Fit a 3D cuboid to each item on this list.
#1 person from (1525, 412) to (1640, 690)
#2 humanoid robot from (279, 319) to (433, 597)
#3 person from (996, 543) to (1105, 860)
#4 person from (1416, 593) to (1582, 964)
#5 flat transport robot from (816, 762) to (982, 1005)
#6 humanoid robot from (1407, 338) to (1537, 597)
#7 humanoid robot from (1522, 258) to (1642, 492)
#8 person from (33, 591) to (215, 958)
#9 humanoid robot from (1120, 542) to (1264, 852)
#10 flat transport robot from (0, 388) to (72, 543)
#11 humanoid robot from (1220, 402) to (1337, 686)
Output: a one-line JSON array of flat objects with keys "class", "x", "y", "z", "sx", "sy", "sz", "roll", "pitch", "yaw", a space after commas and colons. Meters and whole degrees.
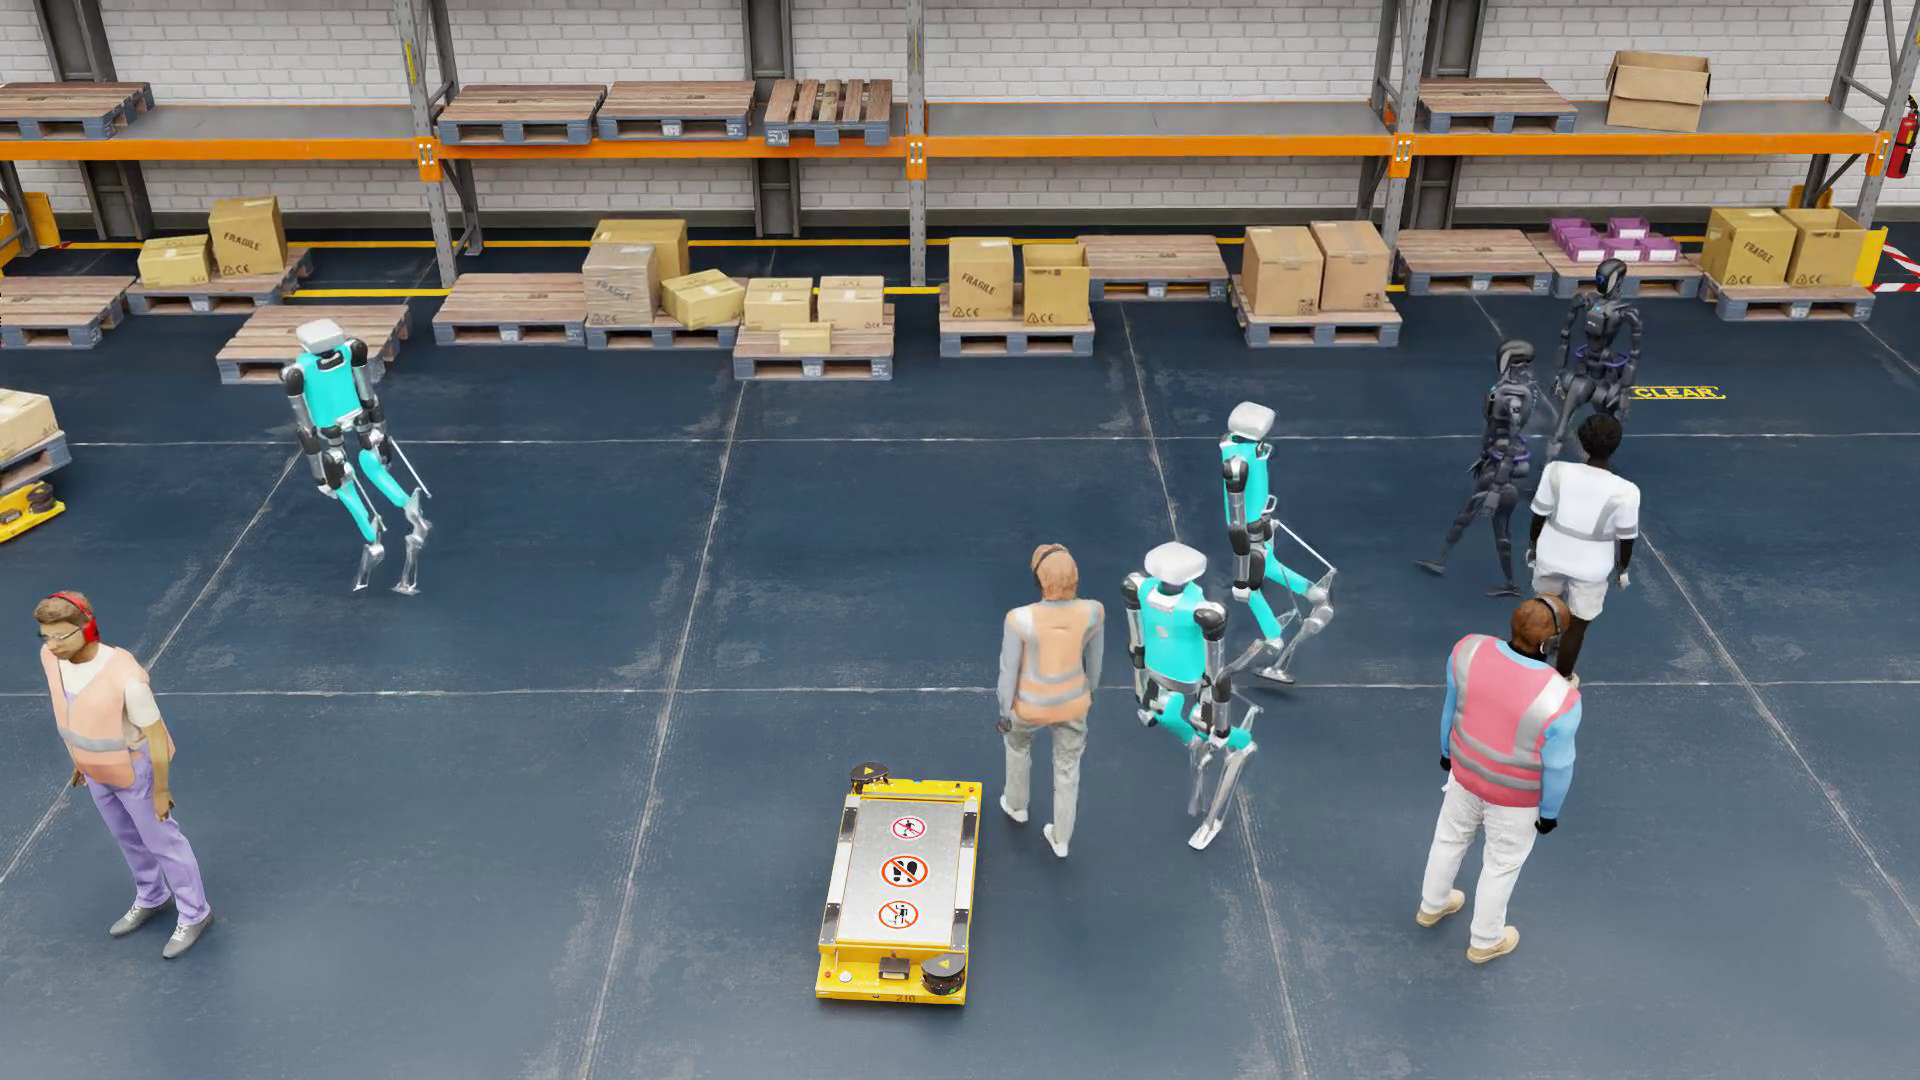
[{"class": "person", "x": 3.269, "y": 0.116, "z": 8.832, "sx": 0.380, "sy": 1.685, "sz": 0.545, "roll": -27, "pitch": 40, "yaw": -37}, {"class": "humanoid robot", "x": -3.442, "y": -0.392, "z": 9.662, "sx": 0.758, "sy": 1.809, "sz": 0.559, "roll": 22, "pitch": 37, "yaw": 32}, {"class": "person", "x": 0.401, "y": 0.736, "z": 7.869, "sx": 0.543, "sy": 1.612, "sz": 0.628, "roll": -7, "pitch": 32, "yaw": -12}, {"class": "person", "x": 2.344, "y": 1.022, "z": 7.199, "sx": 0.431, "sy": 1.835, "sz": 0.628, "roll": -22, "pitch": 38, "yaw": -32}, {"class": "flat transport robot", "x": -0.258, "y": 1.576, "z": 7.787, "sx": 0.659, "sy": 0.231, "sz": 1.431, "roll": 2, "pitch": 31, "yaw": 3}, {"class": "humanoid robot", "x": 3.075, "y": -0.404, "z": 9.736, "sx": 0.692, "sy": 1.637, "sz": 0.600, "roll": 5, "pitch": 31, "yaw": 8}, {"class": "humanoid robot", "x": 4.129, "y": -1.040, "z": 10.822, "sx": 0.777, "sy": 1.629, "sz": 0.595, "roll": -23, "pitch": 38, "yaw": -33}, {"class": "person", "x": -3.629, "y": 0.997, "z": 7.218, "sx": 0.568, "sy": 1.845, "sz": 0.378, "roll": 14, "pitch": 34, "yaw": 22}, {"class": "humanoid robot", "x": 1.140, "y": 0.751, "z": 7.832, "sx": 0.558, "sy": 1.864, "sz": 0.816, "roll": 24, "pitch": 39, "yaw": 35}, {"class": "flat transport robot", "x": -6.627, "y": -0.278, "z": 10.874, "sx": 1.431, "sy": 0.231, "sz": 0.659, "roll": 15, "pitch": 34, "yaw": 23}, {"class": "humanoid robot", "x": 1.663, "y": 0.124, "z": 8.783, "sx": 0.918, "sy": 1.764, "sz": 0.560, "roll": 10, "pitch": 32, "yaw": 16}]
